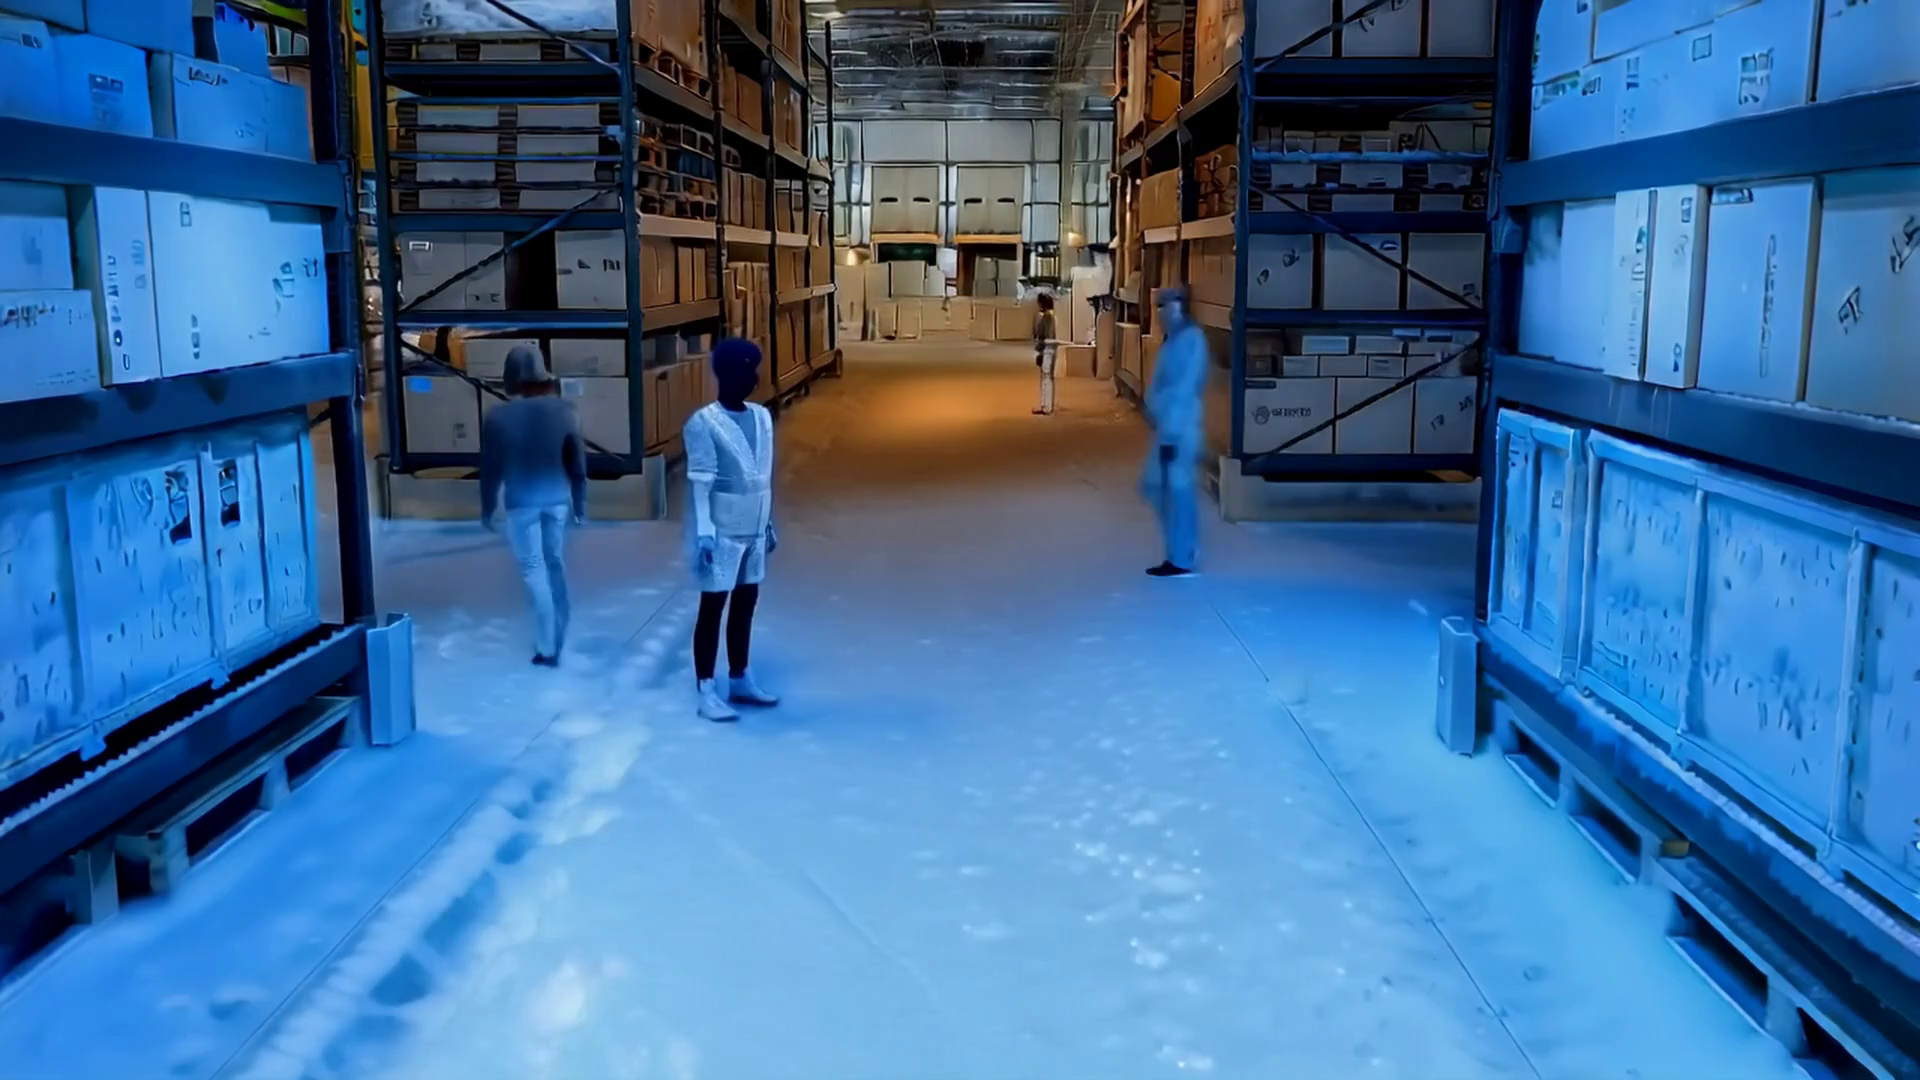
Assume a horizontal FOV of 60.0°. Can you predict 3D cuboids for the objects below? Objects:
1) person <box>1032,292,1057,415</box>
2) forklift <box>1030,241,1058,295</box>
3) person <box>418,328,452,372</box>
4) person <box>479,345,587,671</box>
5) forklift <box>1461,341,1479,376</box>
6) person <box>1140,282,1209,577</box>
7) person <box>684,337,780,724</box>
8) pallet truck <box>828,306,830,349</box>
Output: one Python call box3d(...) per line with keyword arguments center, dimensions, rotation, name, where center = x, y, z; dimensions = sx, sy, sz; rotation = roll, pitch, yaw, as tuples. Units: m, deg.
box3d(center=(1.141, -2.485, 22.167), dimensions=(0.307, 1.638, 0.512), rotation=(3, 10, 18), name="person")
box3d(center=(3.221, -10.070, 63.882), dimensions=(1.129, 2.768, 1.873), rotation=(0, 9, 1), name="forklift")
box3d(center=(-6.169, -2.200, 19.616), dimensions=(0.390, 1.920, 0.587), rotation=(-7, 12, -37), name="person")
box3d(center=(-2.156, -0.166, 8.338), dimensions=(0.501, 1.612, 0.586), rotation=(-7, 12, -35), name="person")
box3d(center=(6.414, -2.529, 18.711), dimensions=(1.129, 2.768, 1.873), rotation=(0, 9, 1), name="forklift")
box3d(center=(1.360, -0.691, 10.640), dimensions=(0.431, 1.890, 0.676), rotation=(1, 10, 7), name="person")
box3d(center=(-1.003, -0.052, 7.403), dimensions=(0.321, 1.698, 0.537), rotation=(6, 11, 31), name="person")
box3d(center=(-3.100, -3.940, 29.800), dimensions=(1.885, 1.965, 0.823), rotation=(3, 10, 19), name="pallet truck")
